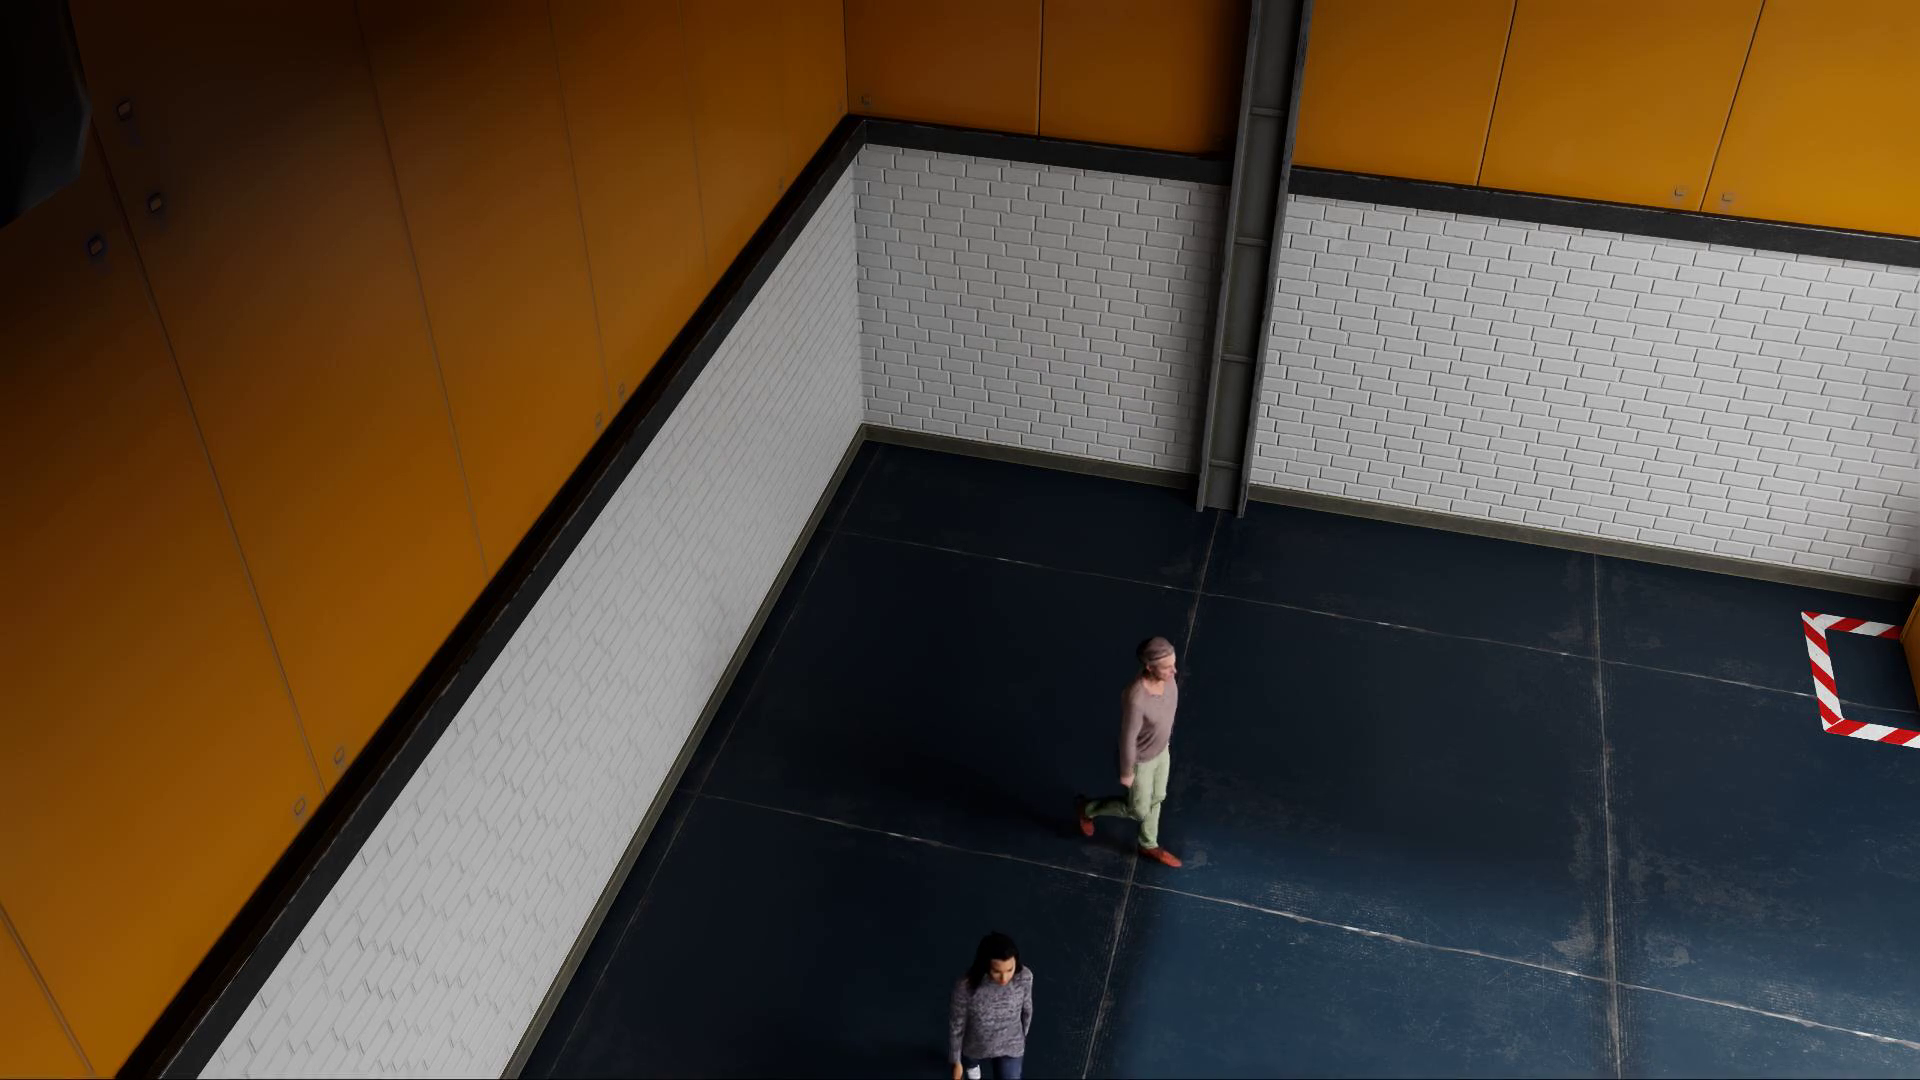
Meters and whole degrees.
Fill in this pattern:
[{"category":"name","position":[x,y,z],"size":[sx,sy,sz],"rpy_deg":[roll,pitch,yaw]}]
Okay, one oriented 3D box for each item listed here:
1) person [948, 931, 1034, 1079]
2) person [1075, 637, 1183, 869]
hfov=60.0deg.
[{"category":"person","position":[0.141,2.608,8.910],"size":[1.164,1.697,0.950],"rpy_deg":[-3,39,-4]},{"category":"person","position":[1.075,1.308,10.409],"size":[1.085,1.857,0.884],"rpy_deg":[23,44,26]}]
